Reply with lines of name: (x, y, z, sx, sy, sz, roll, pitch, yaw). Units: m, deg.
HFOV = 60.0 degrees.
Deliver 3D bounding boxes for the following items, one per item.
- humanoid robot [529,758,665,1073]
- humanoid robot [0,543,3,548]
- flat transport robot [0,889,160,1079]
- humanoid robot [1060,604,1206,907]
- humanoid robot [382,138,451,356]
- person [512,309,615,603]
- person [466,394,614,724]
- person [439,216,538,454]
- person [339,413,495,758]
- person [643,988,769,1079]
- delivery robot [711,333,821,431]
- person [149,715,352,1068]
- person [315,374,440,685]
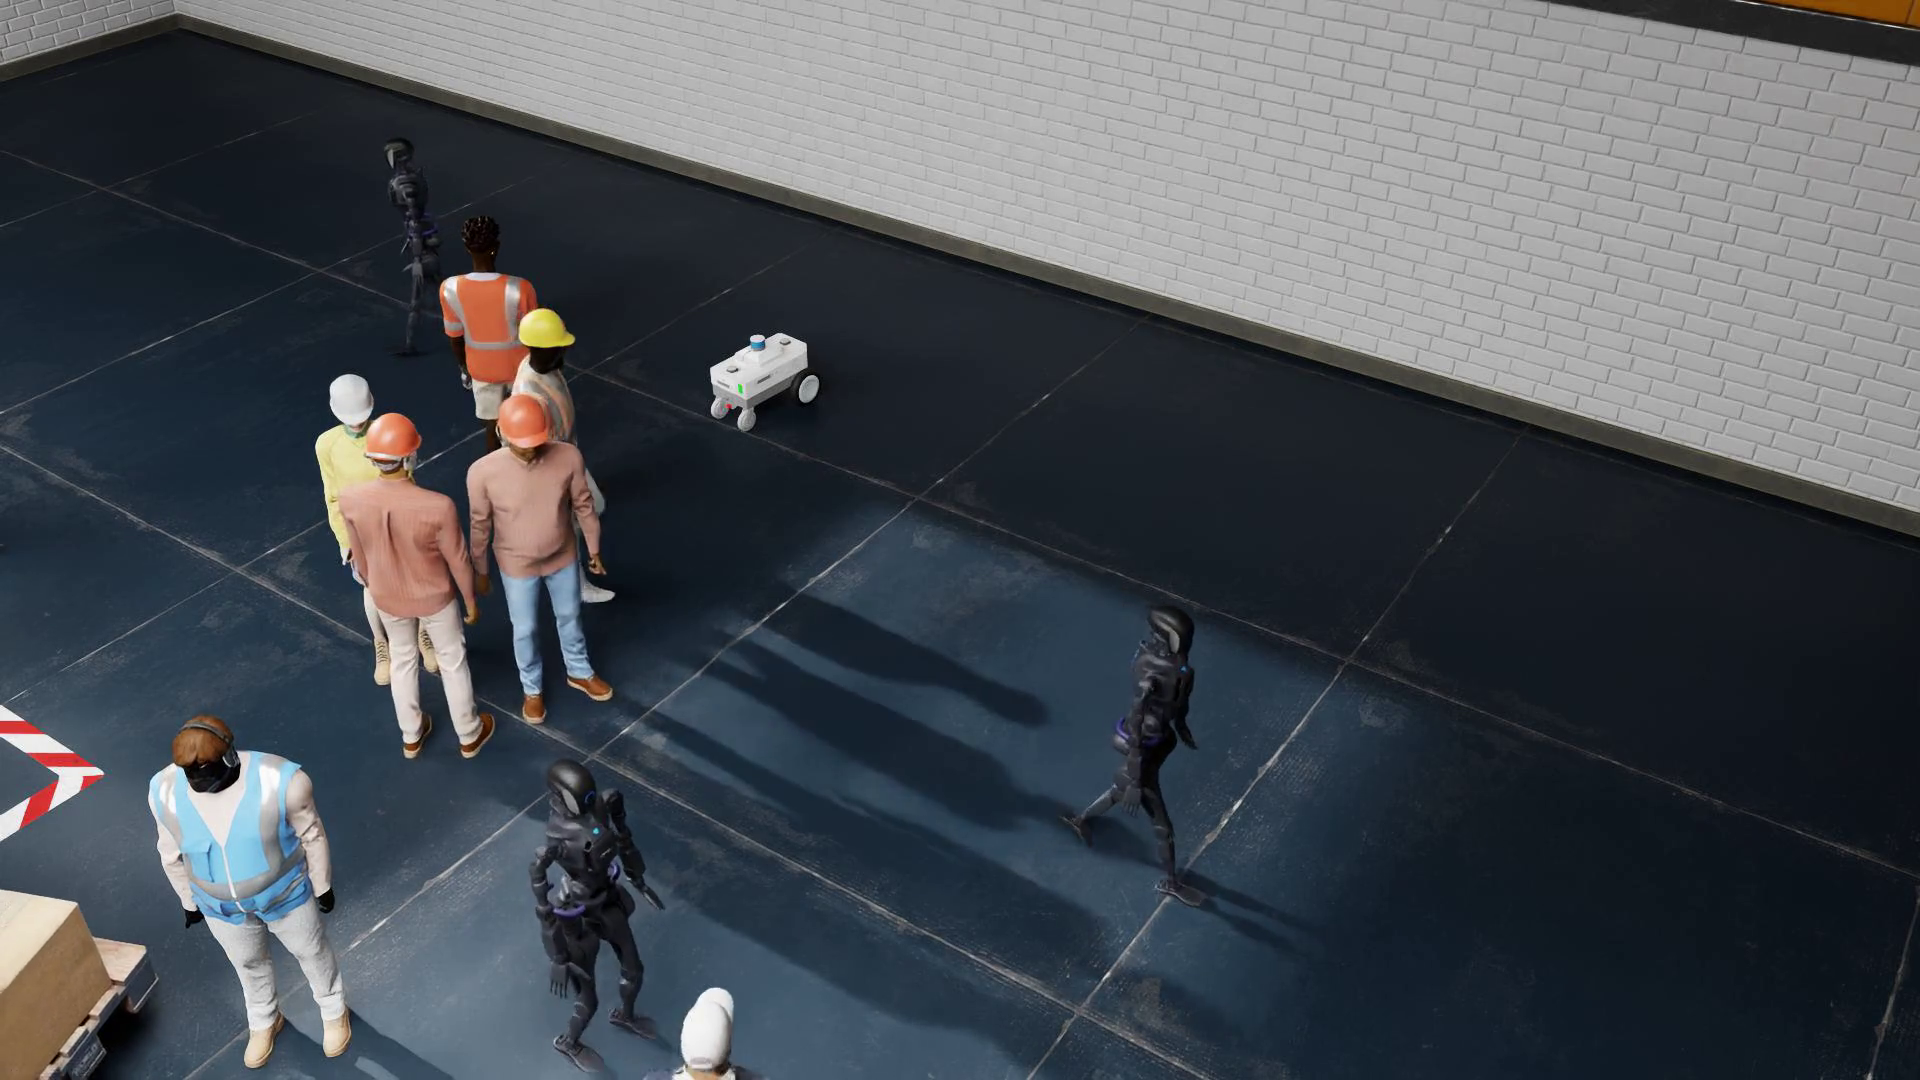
humanoid robot: (-1.520, 1.532, 6.856, 0.381, 1.650, 0.600, 19, 39, 25)
humanoid robot: (-6.330, -0.710, 9.997, 0.920, 1.769, 0.545, 27, 43, 33)
flat transport robot: (-4.194, 2.236, 7.068, 0.659, 0.231, 1.431, 7, 36, 10)
humanoid robot: (0.852, 0.944, 7.754, 0.837, 1.630, 0.587, 18, 39, 24)
humanoid robot: (-3.998, -2.143, 12.118, 0.717, 1.630, 0.589, -14, 37, -19)
person: (-2.268, -0.441, 9.460, 0.418, 1.912, 0.596, -1, 35, -1)
person: (-2.171, 0.105, 8.629, 0.655, 1.982, 0.420, -16, 38, -21)
person: (-2.834, -1.084, 10.335, 0.601, 1.966, 0.369, 0, 35, 0)
person: (-2.726, 0.250, 8.419, 0.614, 1.985, 0.413, 3, 35, 5)
person: (-0.871, 2.227, 5.821, 0.756, 1.711, 0.914, -3, 35, -4)
delivery robot: (-1.382, -1.154, 11.680, 0.499, 0.614, 0.803, 25, 42, 32)
person: (-2.891, 1.447, 6.825, 0.632, 1.841, 0.429, -5, 35, -7)
person: (-3.130, -0.071, 8.959, 0.474, 1.885, 0.397, -14, 37, -19)
